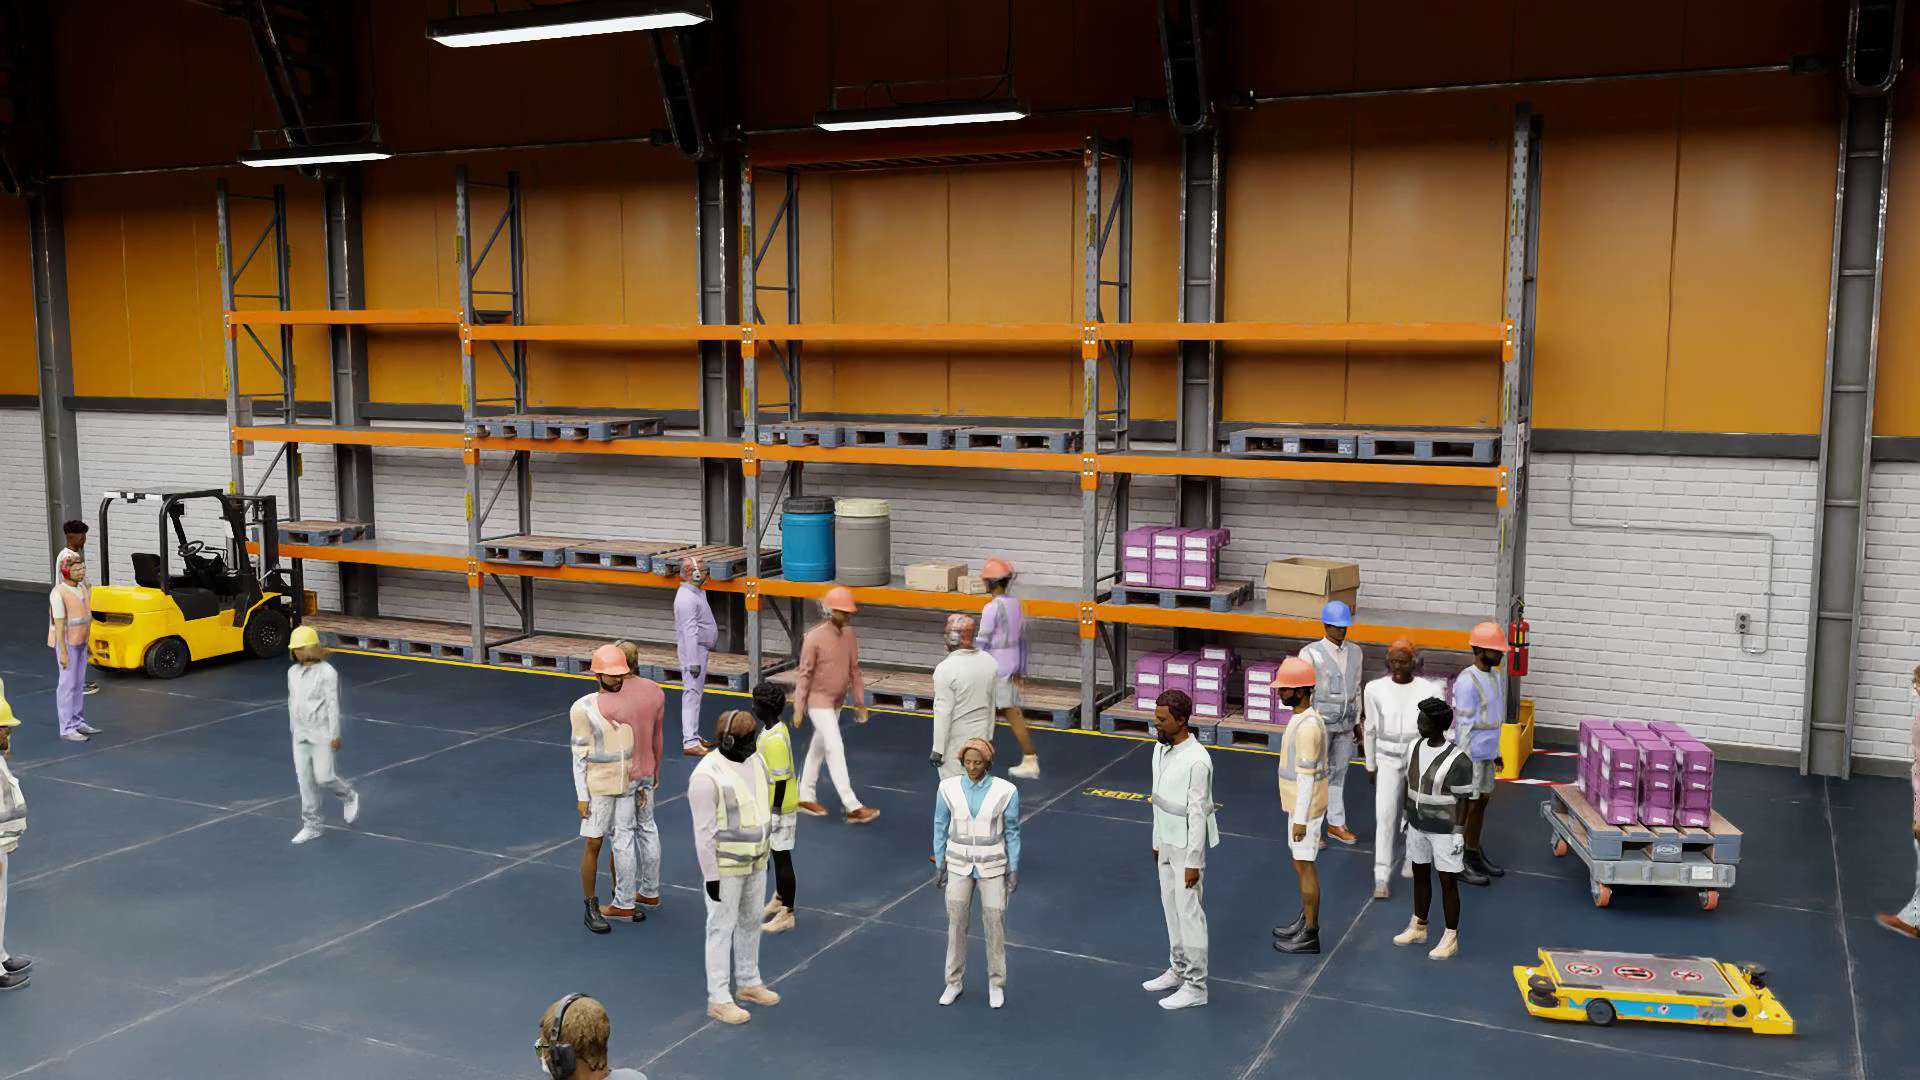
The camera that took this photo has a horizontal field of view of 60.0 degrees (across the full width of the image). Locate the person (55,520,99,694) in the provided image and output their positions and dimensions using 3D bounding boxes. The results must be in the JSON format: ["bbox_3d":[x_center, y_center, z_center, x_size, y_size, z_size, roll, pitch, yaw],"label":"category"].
[{"bbox_3d":[-9.954,0.748,18.710,0.386,1.958,0.608,-4,8,-30],"label":"person"}]

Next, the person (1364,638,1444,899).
[{"bbox_3d":[3.201,1.621,12.039,0.577,1.834,0.989,2,7,19],"label":"person"}]

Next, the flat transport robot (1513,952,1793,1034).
[{"bbox_3d":[4.074,2.657,9.854,1.431,0.197,0.652,1,7,10],"label":"flat transport robot"}]

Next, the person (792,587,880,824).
[{"bbox_3d":[-0.988,1.359,13.706,0.958,1.942,0.625,4,8,29],"label":"person"}]

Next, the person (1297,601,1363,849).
[{"bbox_3d":[2.912,1.437,13.063,0.601,1.948,0.386,-3,8,-26],"label":"person"}]

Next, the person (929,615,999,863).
[{"bbox_3d":[0.000,1.511,12.620,0.408,1.905,0.654,6,9,42],"label":"person"}]

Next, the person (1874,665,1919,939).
[{"bbox_3d":[6.379,1.733,10.815,0.650,1.916,0.706,-5,9,-37],"label":"person"}]

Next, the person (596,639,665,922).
[{"bbox_3d":[-2.286,1.639,11.427,0.356,1.938,0.638,4,8,31],"label":"person"}]

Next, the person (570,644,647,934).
[{"bbox_3d":[-2.356,1.661,11.252,0.361,1.939,0.543,6,9,42],"label":"person"}]

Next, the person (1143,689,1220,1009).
[{"bbox_3d":[1.330,1.835,9.975,0.391,1.908,0.585,-2,7,-19],"label":"person"}]

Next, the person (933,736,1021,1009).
[{"bbox_3d":[0.100,1.972,9.915,0.523,1.636,0.310,1,7,10],"label":"person"}]

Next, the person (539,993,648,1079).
[{"bbox_3d":[-1.179,2.389,5.305,0.391,1.928,0.635,2,7,17],"label":"person"}]

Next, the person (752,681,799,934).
[{"bbox_3d":[-1.248,1.786,11.195,0.321,1.699,0.535,-1,7,-10],"label":"person"}]

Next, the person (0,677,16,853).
[{"bbox_3d":[-7.561,1.568,12.738,0.533,1.765,0.325,-2,7,-13],"label":"person"}]

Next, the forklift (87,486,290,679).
[{"bbox_3d":[-9.426,0.454,20.179,1.214,2.155,2.313,3,8,26],"label":"forklift"}]

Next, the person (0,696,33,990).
[{"bbox_3d":[-5.935,1.852,10.188,0.403,1.818,0.601,-4,8,-30],"label":"person"}]

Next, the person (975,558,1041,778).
[{"bbox_3d":[0.311,1.158,15.216,1.052,1.987,0.611,3,7,23],"label":"person"}]

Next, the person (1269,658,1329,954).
[{"bbox_3d":[2.197,1.720,10.830,0.388,1.929,0.539,1,7,4],"label":"person"}]

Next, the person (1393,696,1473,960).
[{"bbox_3d":[3.053,1.842,10.730,0.317,1.698,0.540,-4,8,-31],"label":"person"}]

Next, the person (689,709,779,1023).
[{"bbox_3d":[-1.312,1.896,9.774,0.429,1.835,0.632,4,8,31],"label":"person"}]

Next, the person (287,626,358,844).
[{"bbox_3d":[-5.110,1.520,13.248,0.500,1.728,0.525,3,7,21],"label":"person"}]

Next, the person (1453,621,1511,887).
[{"bbox_3d":[3.823,1.549,12.188,0.368,1.938,0.543,6,9,40],"label":"person"}]

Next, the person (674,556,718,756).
[{"bbox_3d":[-2.525,1.105,15.962,0.409,1.909,0.652,-1,7,-8],"label":"person"}]

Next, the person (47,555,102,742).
[{"bbox_3d":[-8.828,1.067,16.536,0.396,1.847,0.565,0,7,-4],"label":"person"}]
